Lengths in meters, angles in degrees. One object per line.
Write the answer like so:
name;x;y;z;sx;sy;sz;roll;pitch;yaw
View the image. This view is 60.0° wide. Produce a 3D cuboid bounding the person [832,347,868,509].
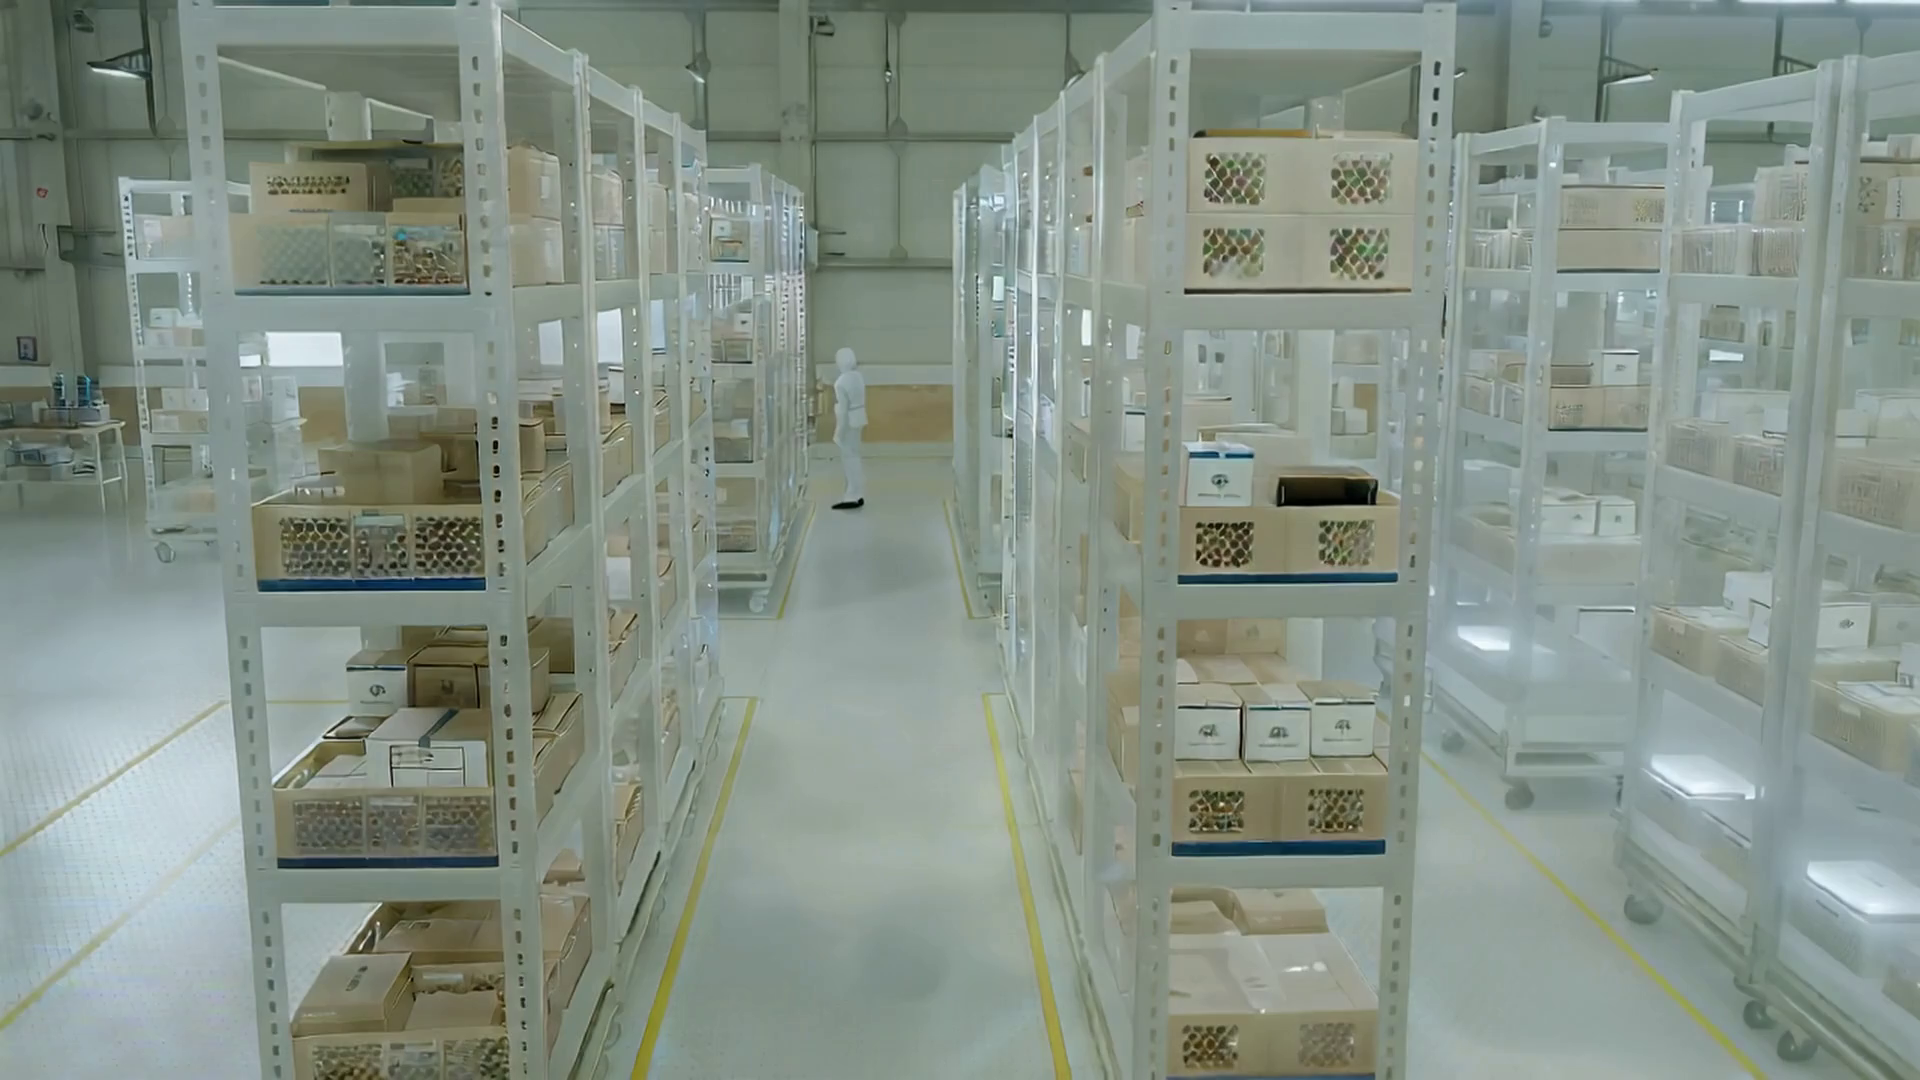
person;-1.256;-1.274;18.997;0.374;1.841;0.568;4;11;21
